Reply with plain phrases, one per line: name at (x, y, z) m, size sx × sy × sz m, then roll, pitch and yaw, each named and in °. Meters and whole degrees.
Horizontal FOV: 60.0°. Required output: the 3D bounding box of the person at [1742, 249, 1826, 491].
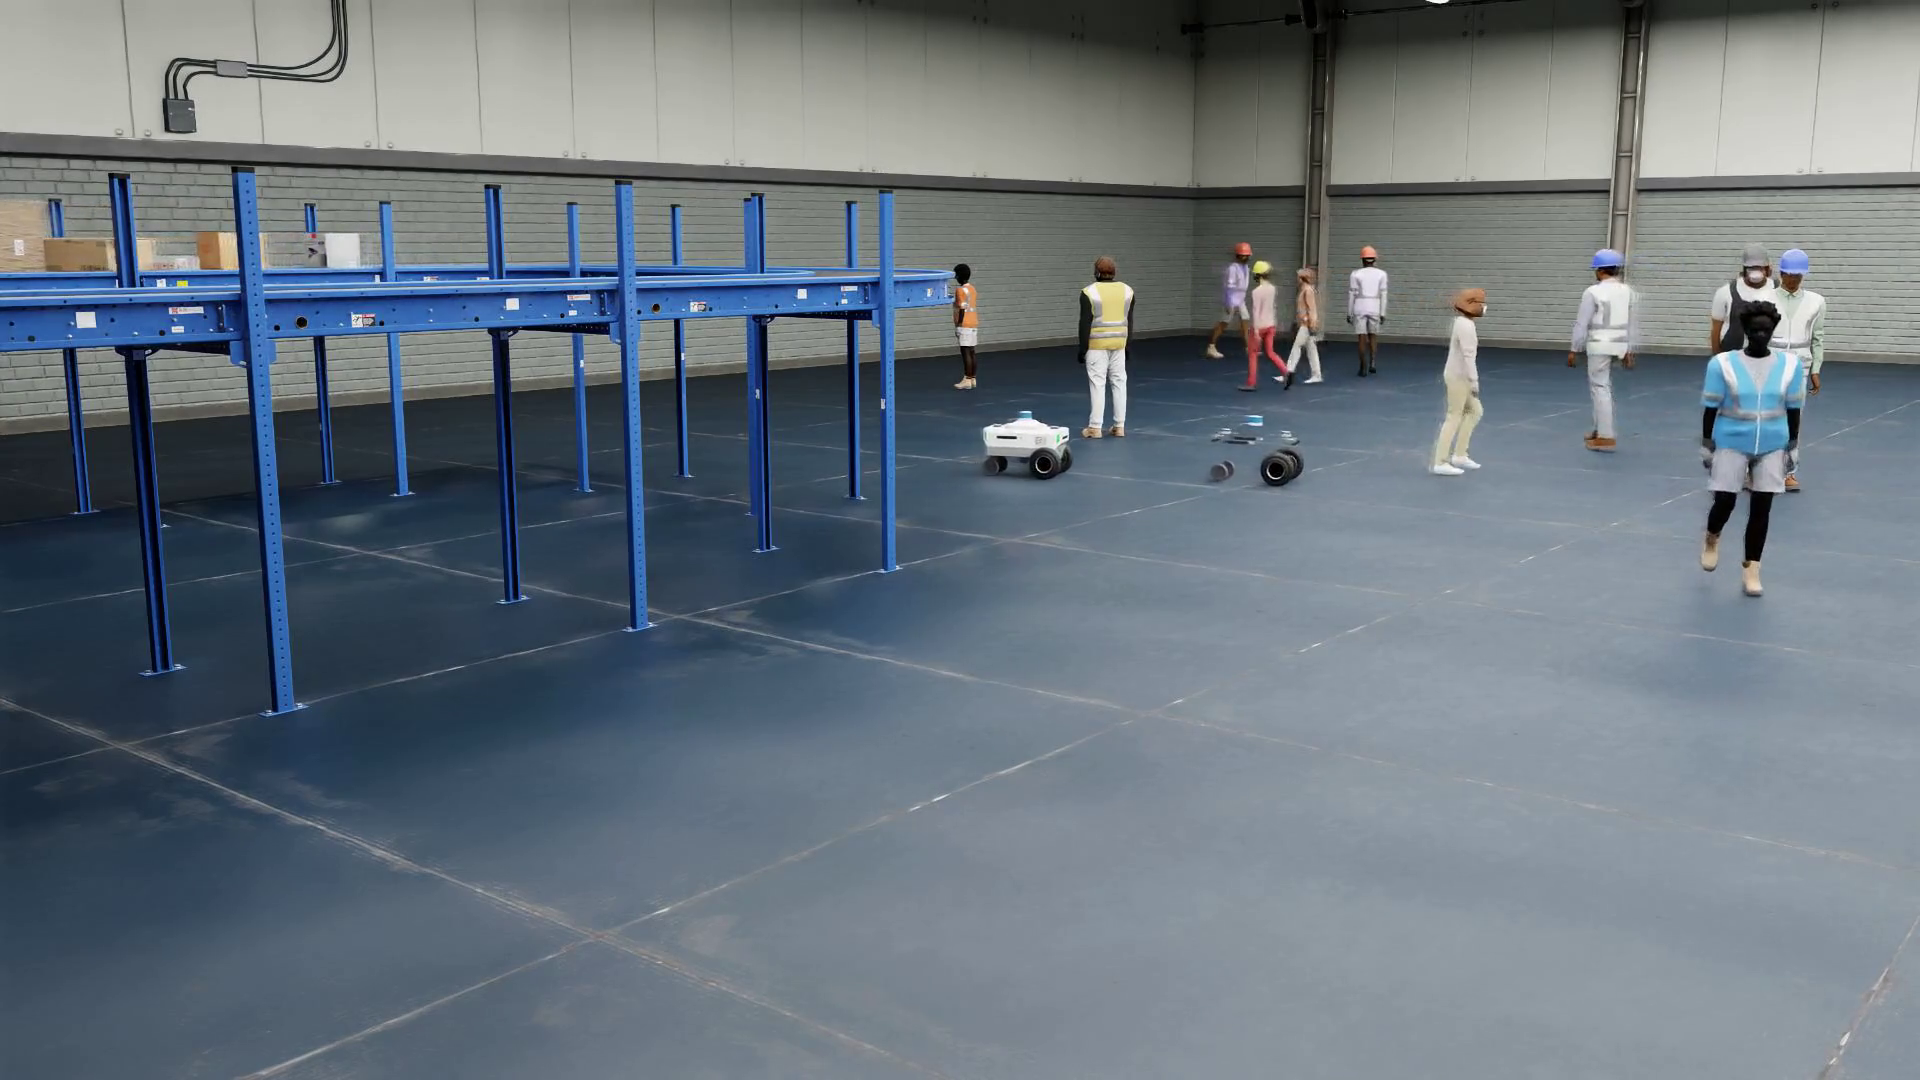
person at (6.654, -1.373, 13.472) m, size 0.602 × 1.945 × 0.395 m, roll 2°, pitch 10°, yaw 13°

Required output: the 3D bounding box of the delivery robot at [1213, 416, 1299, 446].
delivery robot at (2.499, -0.933, 14.023) m, size 0.698 × 0.223 × 0.335 m, roll 4°, pitch 11°, yaw 23°

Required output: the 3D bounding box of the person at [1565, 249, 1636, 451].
person at (6.192, -1.845, 16.157) m, size 0.611 × 1.922 × 0.671 m, roll -6°, pitch 12°, yaw -29°

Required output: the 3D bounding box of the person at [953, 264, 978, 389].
person at (0.072, -2.912, 22.699) m, size 0.322 × 1.690 × 0.537 m, roll 4°, pitch 11°, yaw 20°

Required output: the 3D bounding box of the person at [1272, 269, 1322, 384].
person at (4.753, -2.994, 23.369) m, size 0.790 × 1.601 × 0.540 m, roll 1°, pitch 10°, yaw 4°

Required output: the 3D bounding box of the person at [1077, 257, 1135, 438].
person at (1.485, -1.981, 17.126) m, size 0.620 × 1.845 × 0.430 m, roll -4°, pitch 11°, yaw -23°

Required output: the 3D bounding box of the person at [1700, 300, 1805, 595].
person at (4.548, -0.546, 9.616) m, size 0.543 × 1.687 × 0.471 m, roll 2°, pitch 10°, yaw 12°

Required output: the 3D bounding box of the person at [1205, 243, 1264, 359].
person at (4.663, -4.053, 28.278) m, size 1.131 × 1.972 × 0.618 m, roll 10°, pitch 14°, yaw 43°

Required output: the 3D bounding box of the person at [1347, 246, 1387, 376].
person at (6.073, -3.419, 24.873) m, size 0.542 × 1.919 × 0.504 m, roll 0°, pitch 10°, yaw -2°

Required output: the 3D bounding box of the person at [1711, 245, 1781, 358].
person at (7.288, -1.728, 15.291) m, size 0.692 × 2.000 × 1.034 m, roll 3°, pitch 11°, yaw 15°

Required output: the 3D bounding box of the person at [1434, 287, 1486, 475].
person at (4.376, -1.372, 14.368) m, size 0.504 × 1.612 × 0.547 m, roll 2°, pitch 10°, yaw 12°

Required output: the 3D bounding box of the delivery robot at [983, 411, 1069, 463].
delivery robot at (0.569, -0.872, 14.409) m, size 0.707 × 0.478 × 0.477 m, roll 3°, pitch 11°, yaw 18°

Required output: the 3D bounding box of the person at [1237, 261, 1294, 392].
person at (4.083, -2.844, 22.173) m, size 0.526 × 1.743 × 0.735 m, roll -9°, pitch 14°, yaw -42°
